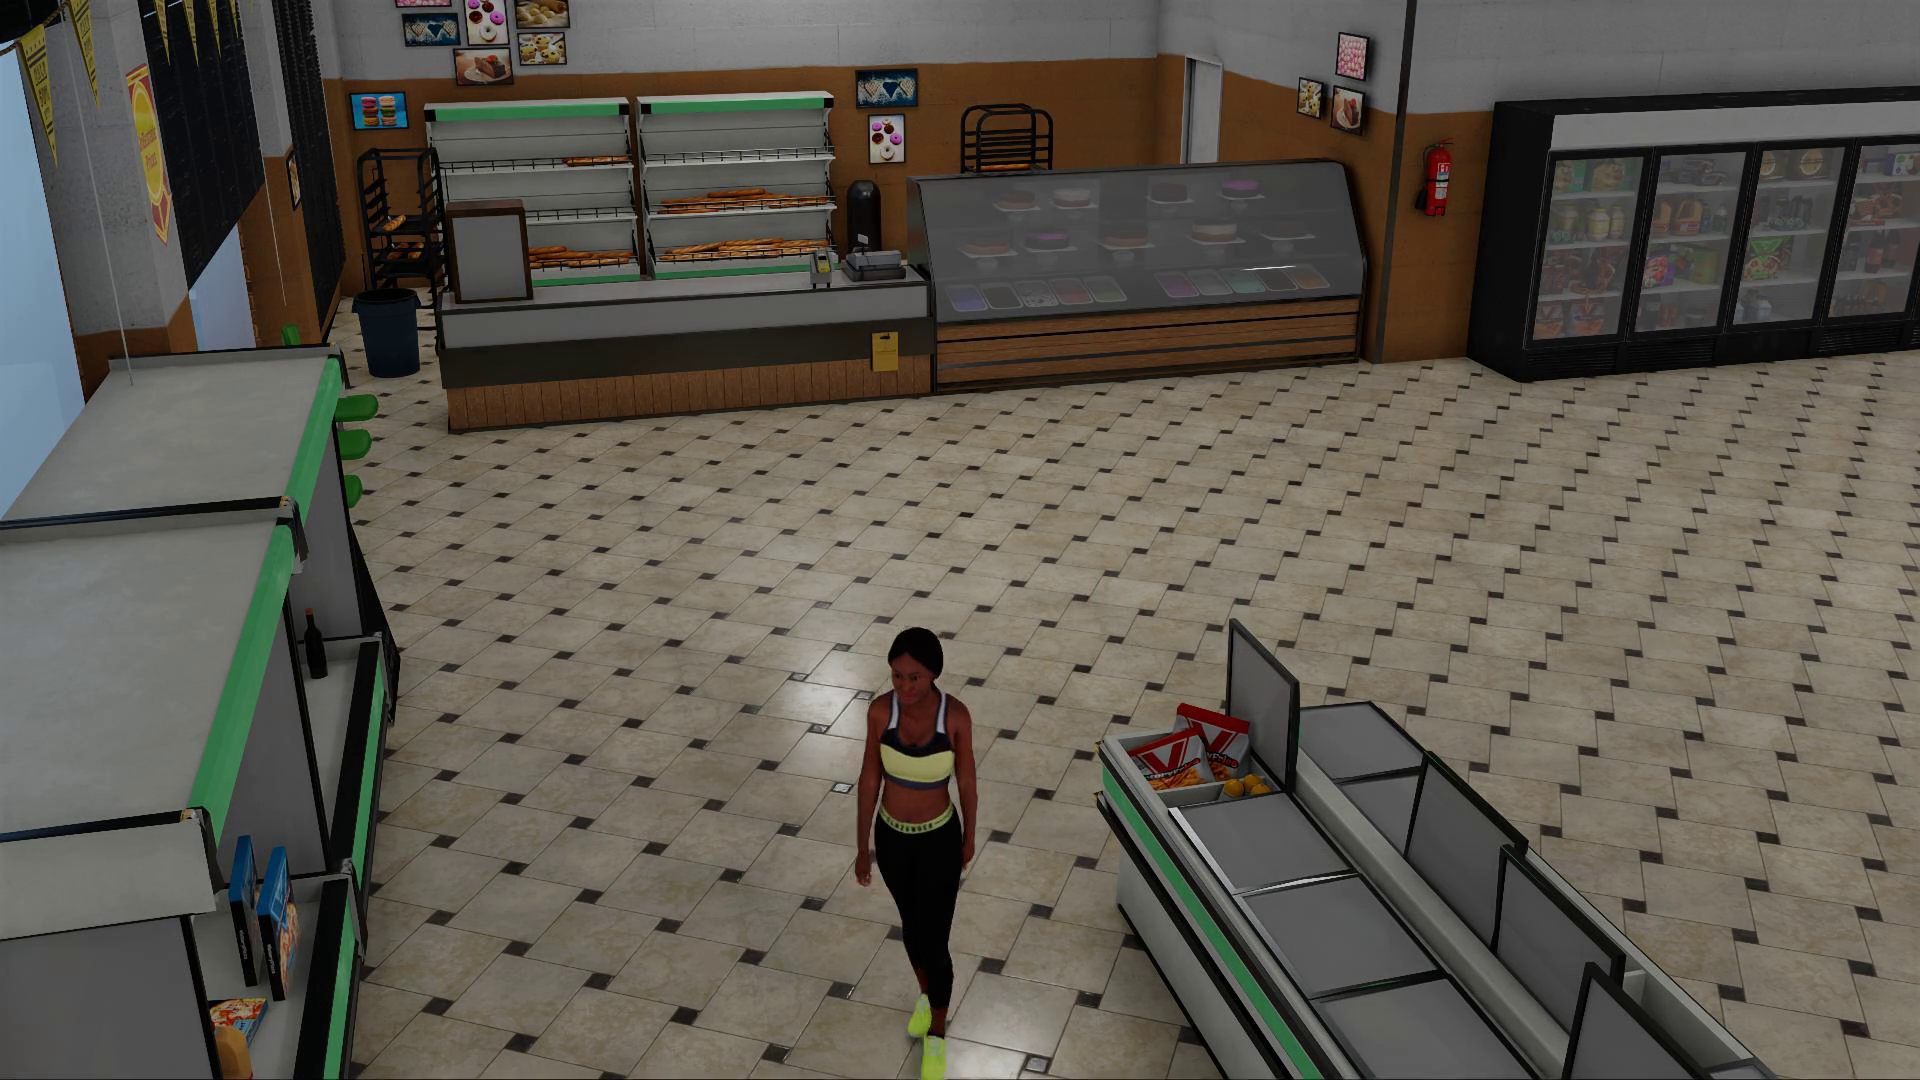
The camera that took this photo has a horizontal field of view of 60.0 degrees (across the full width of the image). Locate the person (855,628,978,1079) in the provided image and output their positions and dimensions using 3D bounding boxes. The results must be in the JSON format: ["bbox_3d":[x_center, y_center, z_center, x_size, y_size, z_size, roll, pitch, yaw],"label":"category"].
[{"bbox_3d":[-0.128,1.079,6.156,0.764,1.734,0.873,6,23,16],"label":"person"}]
